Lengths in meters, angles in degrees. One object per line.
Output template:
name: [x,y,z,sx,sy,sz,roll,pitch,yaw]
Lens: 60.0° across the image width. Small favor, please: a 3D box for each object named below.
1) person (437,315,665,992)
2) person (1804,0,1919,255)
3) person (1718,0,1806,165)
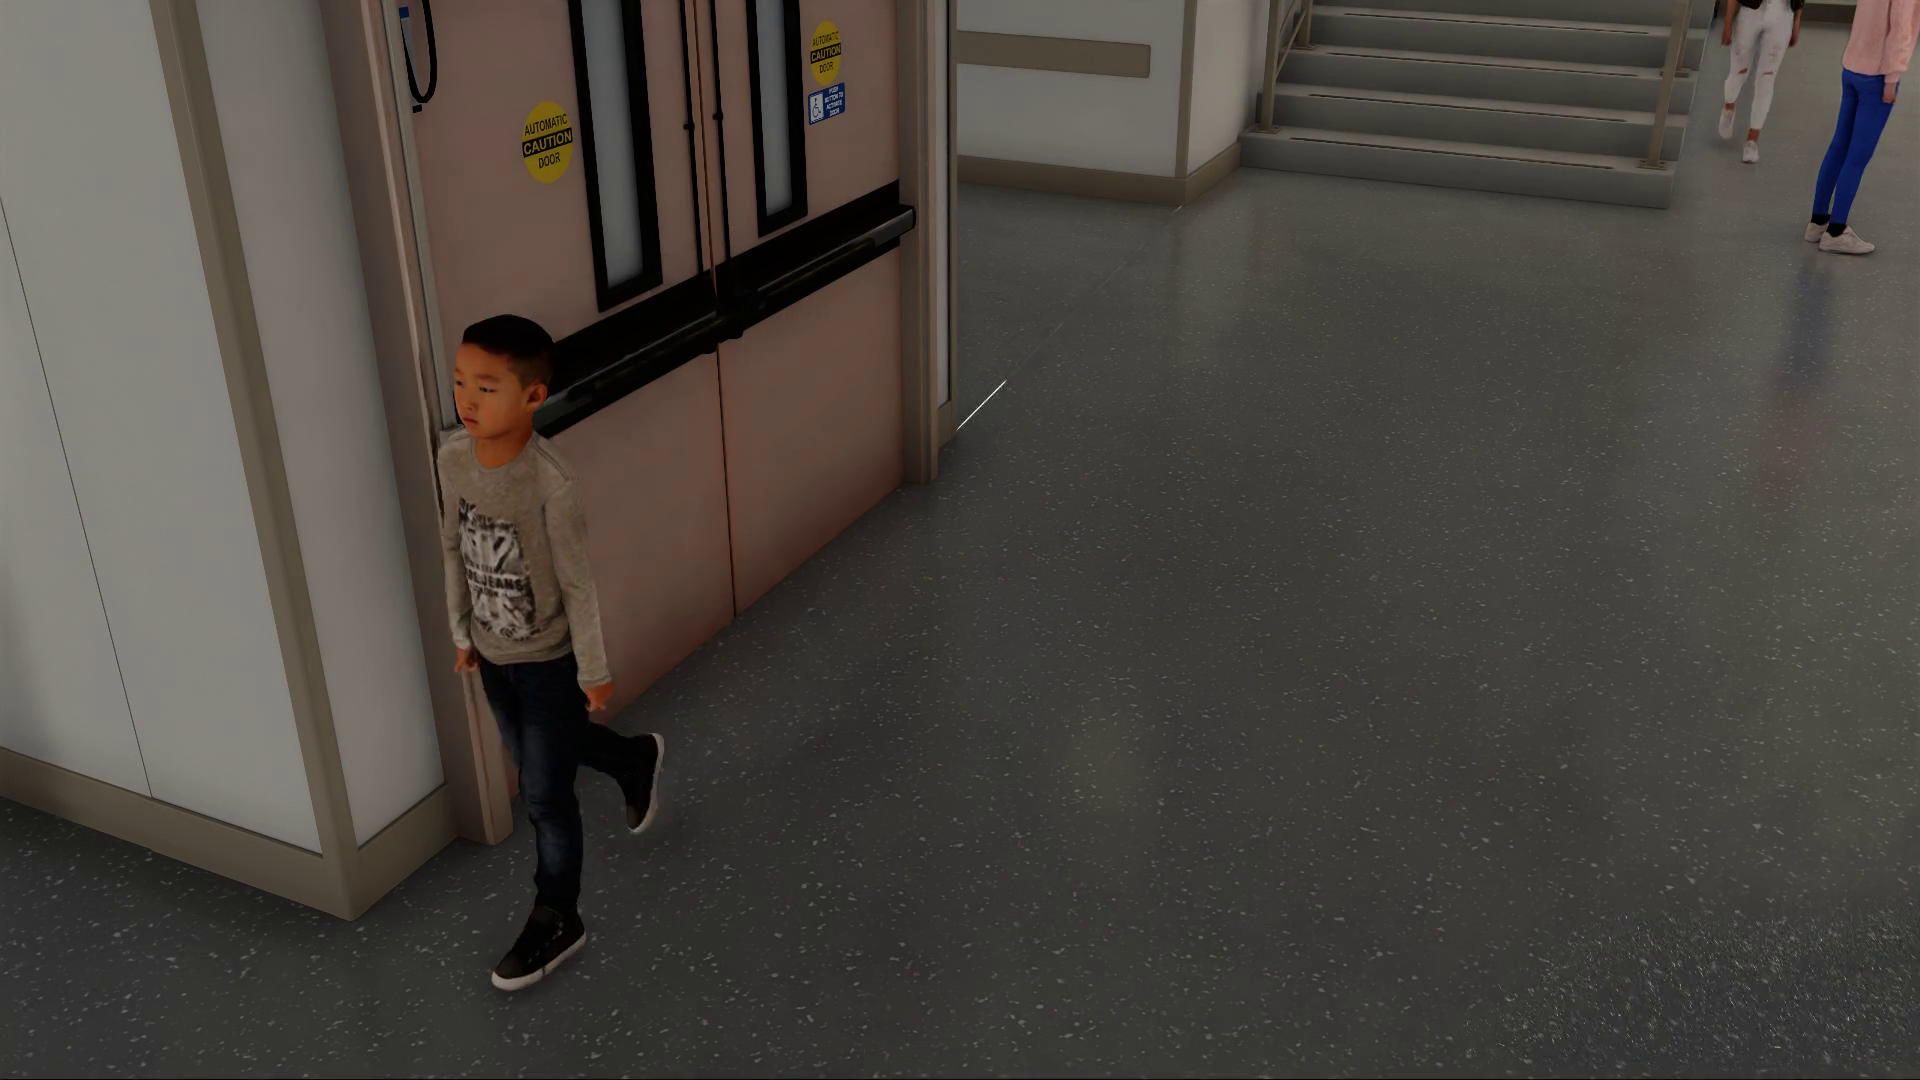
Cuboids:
person: [-0.868,0.207,3.613,0.619,1.444,0.940,15,29,27]
person: [4.736,-2.403,8.652,0.770,1.768,0.603,2,26,4]
person: [5.120,-3.304,10.628,0.658,1.674,1.077,9,27,19]
